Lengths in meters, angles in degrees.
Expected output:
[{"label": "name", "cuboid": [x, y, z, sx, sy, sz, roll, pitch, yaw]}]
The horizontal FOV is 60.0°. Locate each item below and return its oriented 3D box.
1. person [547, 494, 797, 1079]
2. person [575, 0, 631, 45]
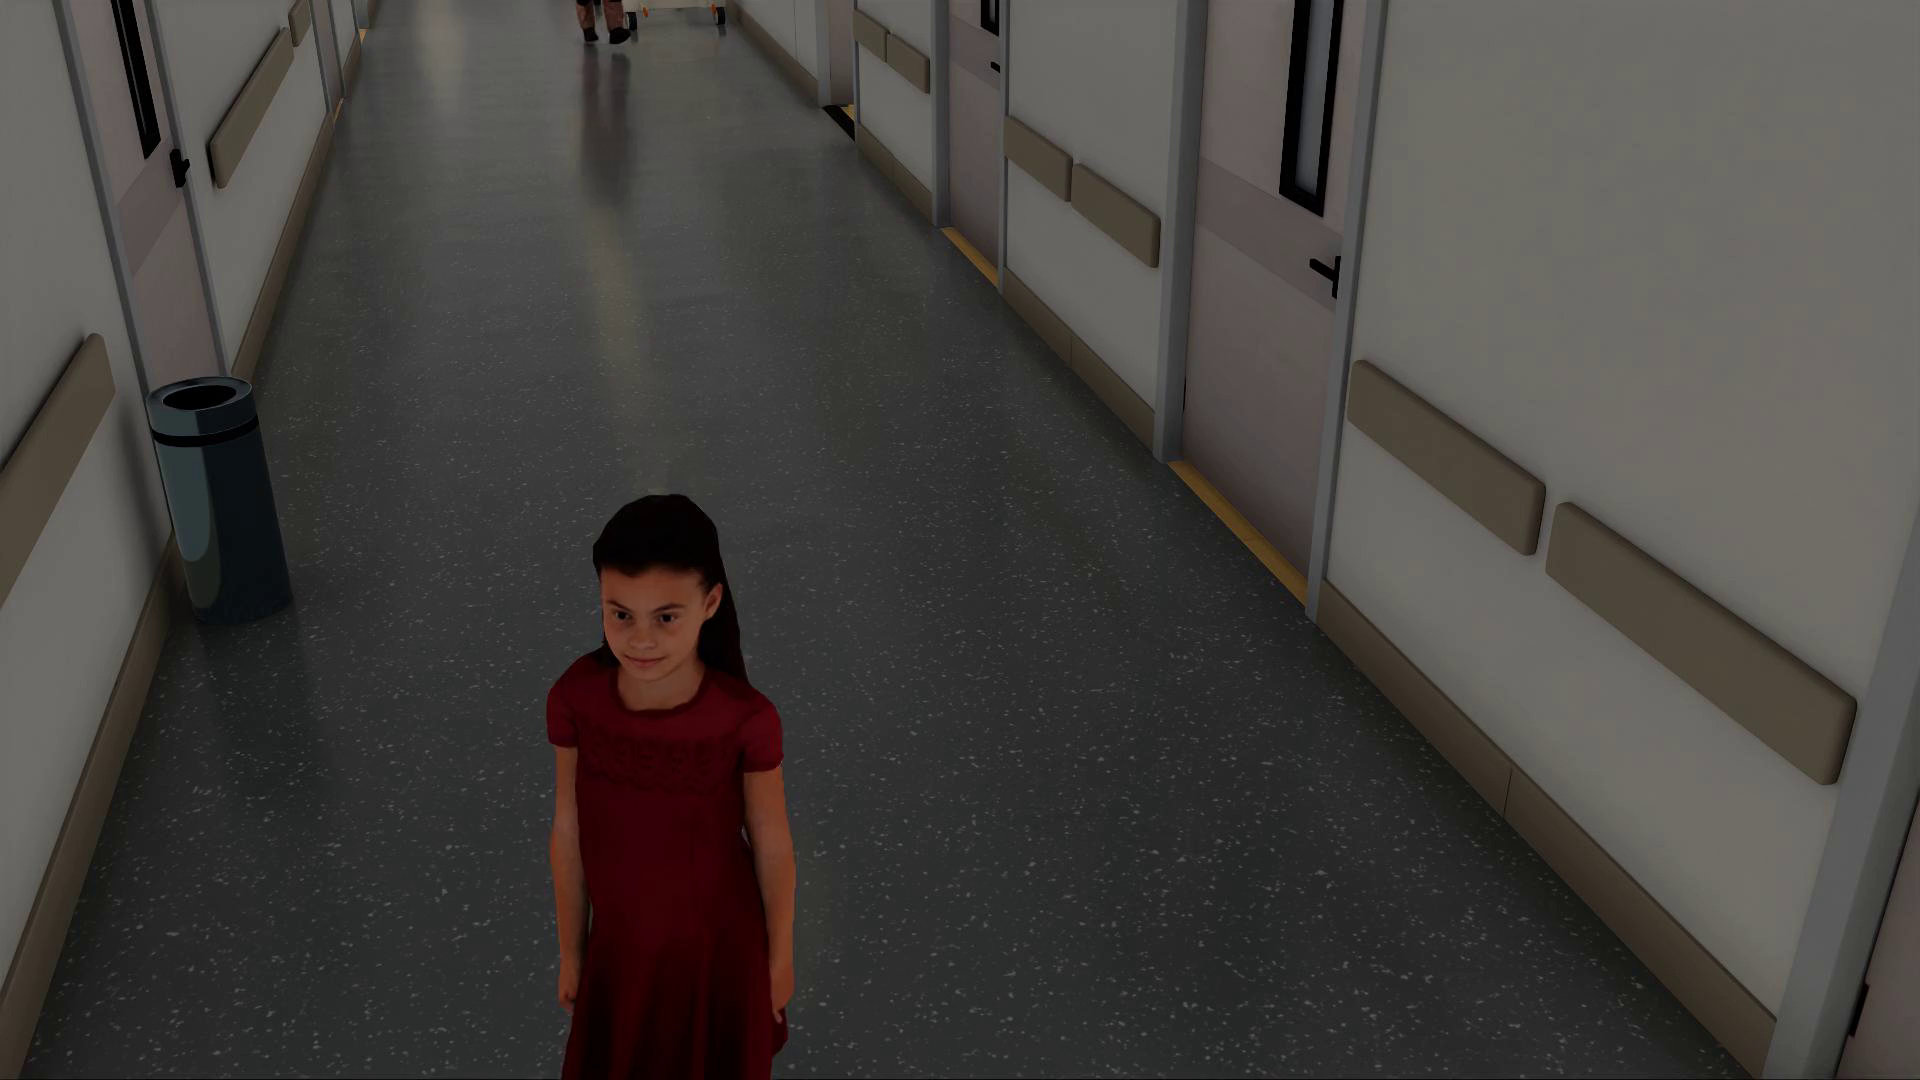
[{"label": "person", "cuboid": [-0.442, 0.606, 2.705, 0.875, 1.535, 0.815, 4, 26, 8]}, {"label": "person", "cuboid": [-3.307, -5.365, 14.678, 1.055, 1.898, 0.921, -12, 28, -24]}]
